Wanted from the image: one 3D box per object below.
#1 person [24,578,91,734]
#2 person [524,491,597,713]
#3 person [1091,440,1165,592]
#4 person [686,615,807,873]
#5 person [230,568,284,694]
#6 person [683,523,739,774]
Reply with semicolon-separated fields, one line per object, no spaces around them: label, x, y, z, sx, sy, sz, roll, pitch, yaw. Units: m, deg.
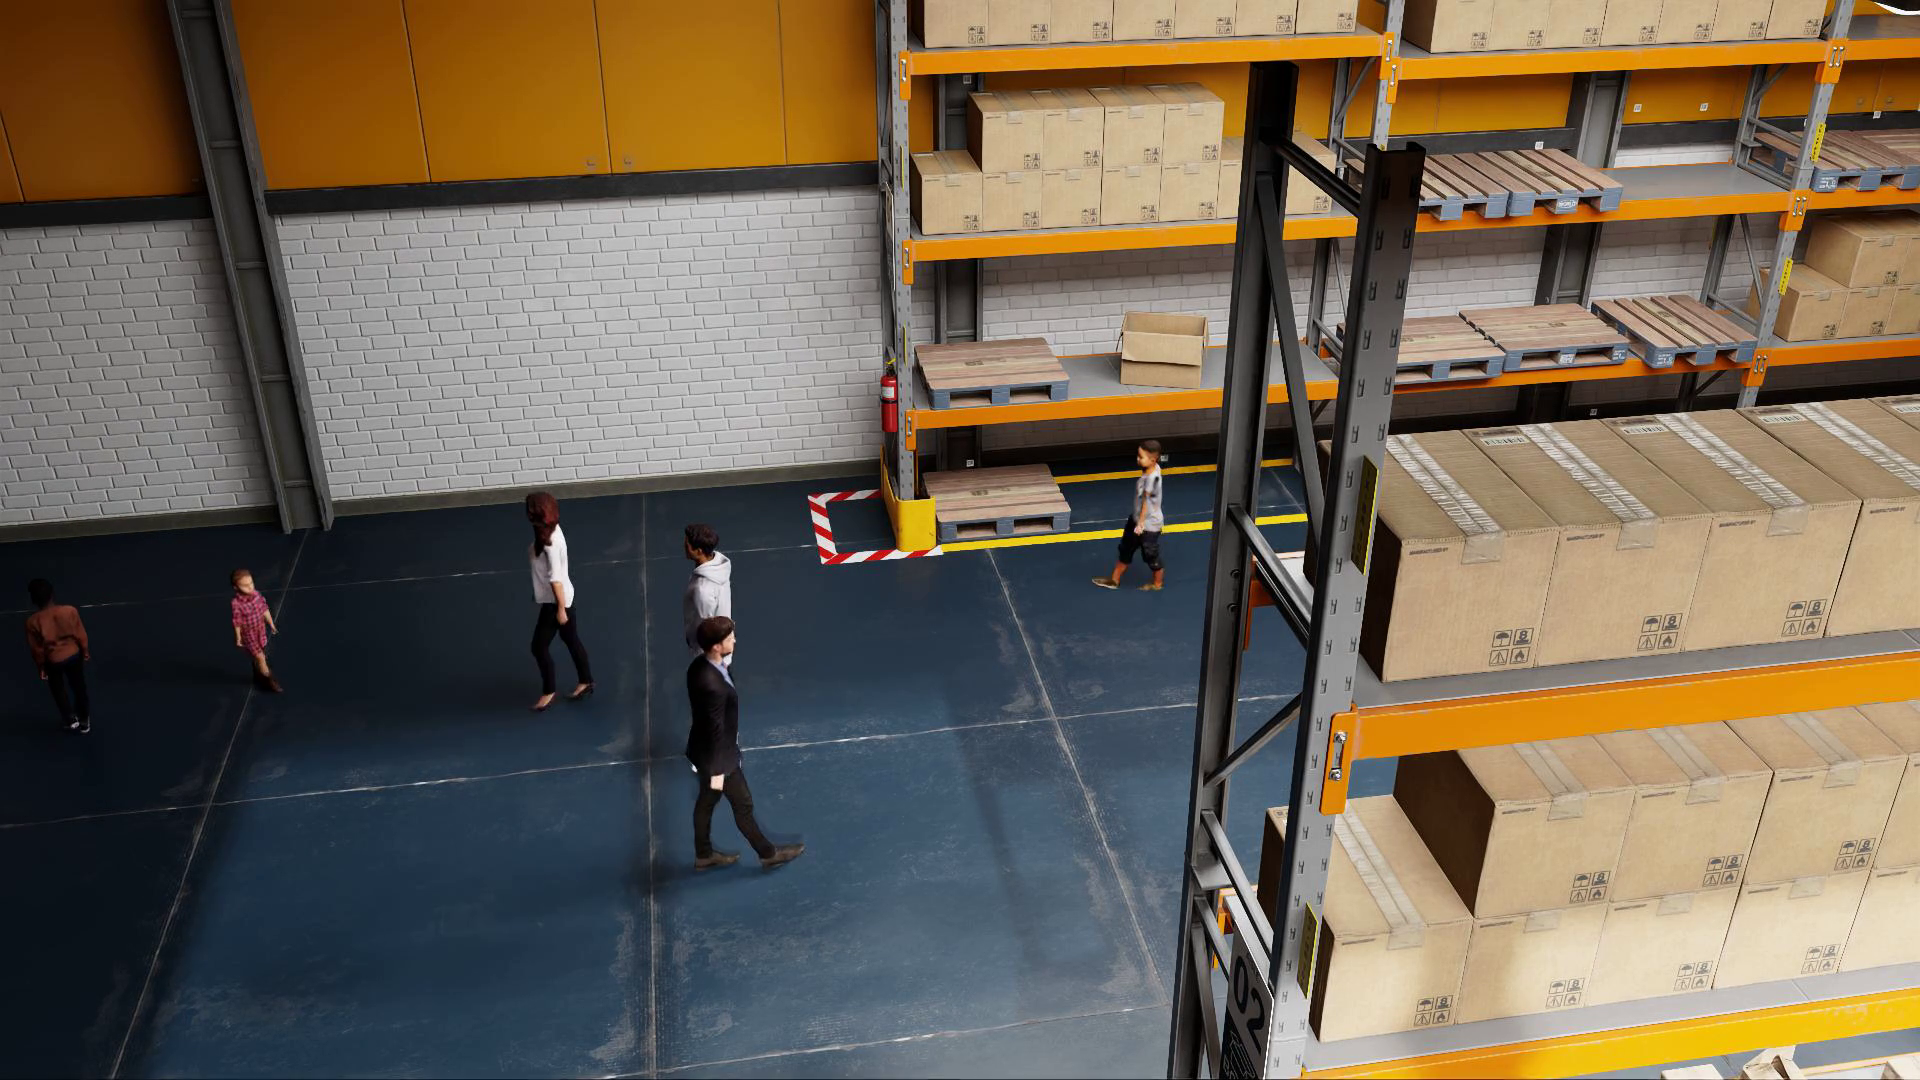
person;-6.464;0.864;11.980;0.564;1.247;0.667;-19;34;-31
person;-2.862;0.443;12.195;0.782;1.779;0.678;-9;30;-16
person;1.605;-0.226;13.773;0.816;1.443;0.601;-4;29;-7
person;-1.608;1.335;10.469;0.981;1.867;0.794;-8;30;-14
person;-5.394;0.652;12.612;0.668;1.013;0.600;16;32;26
person;-1.706;0.734;11.504;0.642;1.930;0.716;-1;29;-1
